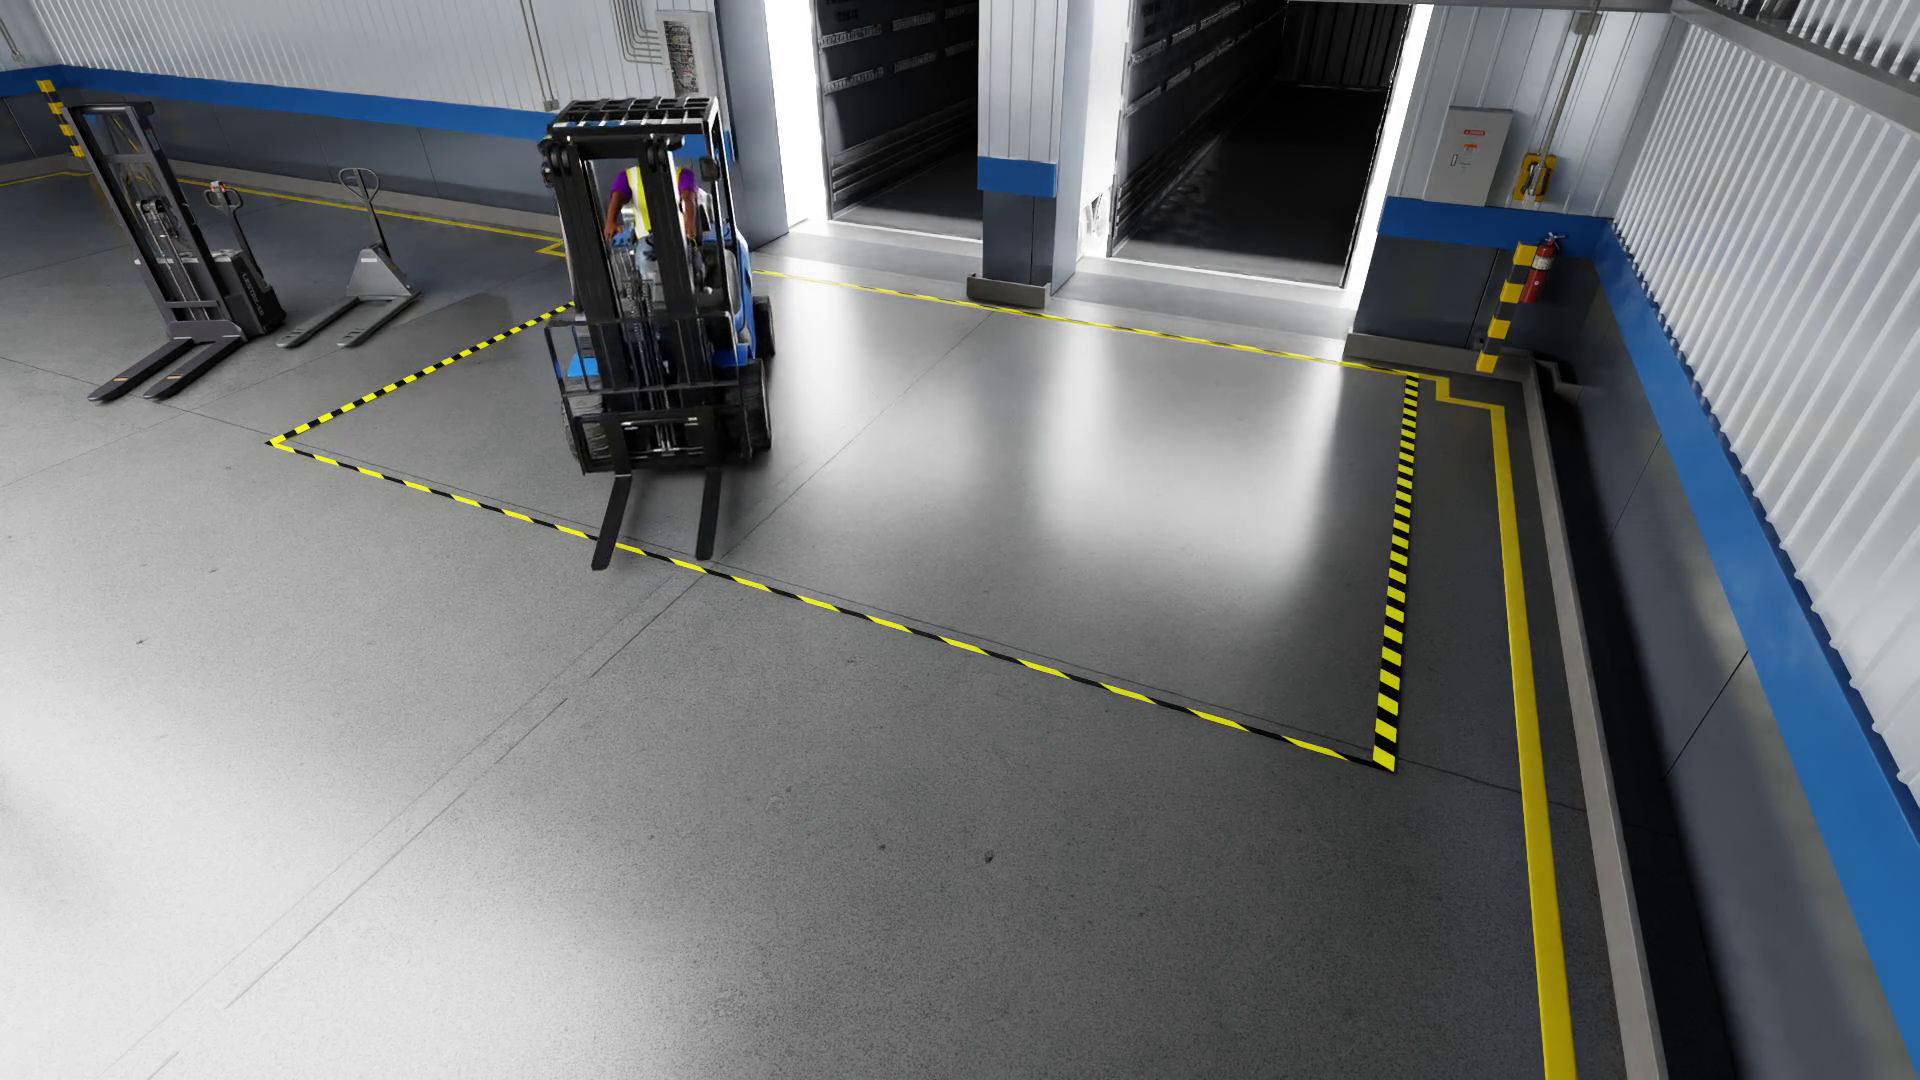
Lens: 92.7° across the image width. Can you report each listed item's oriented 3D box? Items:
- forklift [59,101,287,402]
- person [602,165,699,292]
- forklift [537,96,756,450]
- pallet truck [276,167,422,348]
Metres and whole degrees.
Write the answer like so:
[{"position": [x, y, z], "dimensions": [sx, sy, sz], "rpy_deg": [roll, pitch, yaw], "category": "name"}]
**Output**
[{"position": [-6.686, -2.387, 7.434], "dimensions": [0.823, 1.965, 1.885], "rpy_deg": [-3, 35, -5], "category": "forklift"}, {"position": [-2.157, -2.160, 6.473], "dimensions": [0.635, 1.294, 1.004], "rpy_deg": [-5, 35, -7], "category": "person"}, {"position": [-2.159, -2.041, 6.629], "dimensions": [1.157, 2.036, 2.680], "rpy_deg": [-5, 35, -7], "category": "forklift"}, {"position": [-5.732, -2.611, 8.414], "dimensions": [0.680, 1.201, 1.601], "rpy_deg": [-1, 35, -1], "category": "pallet truck"}]
